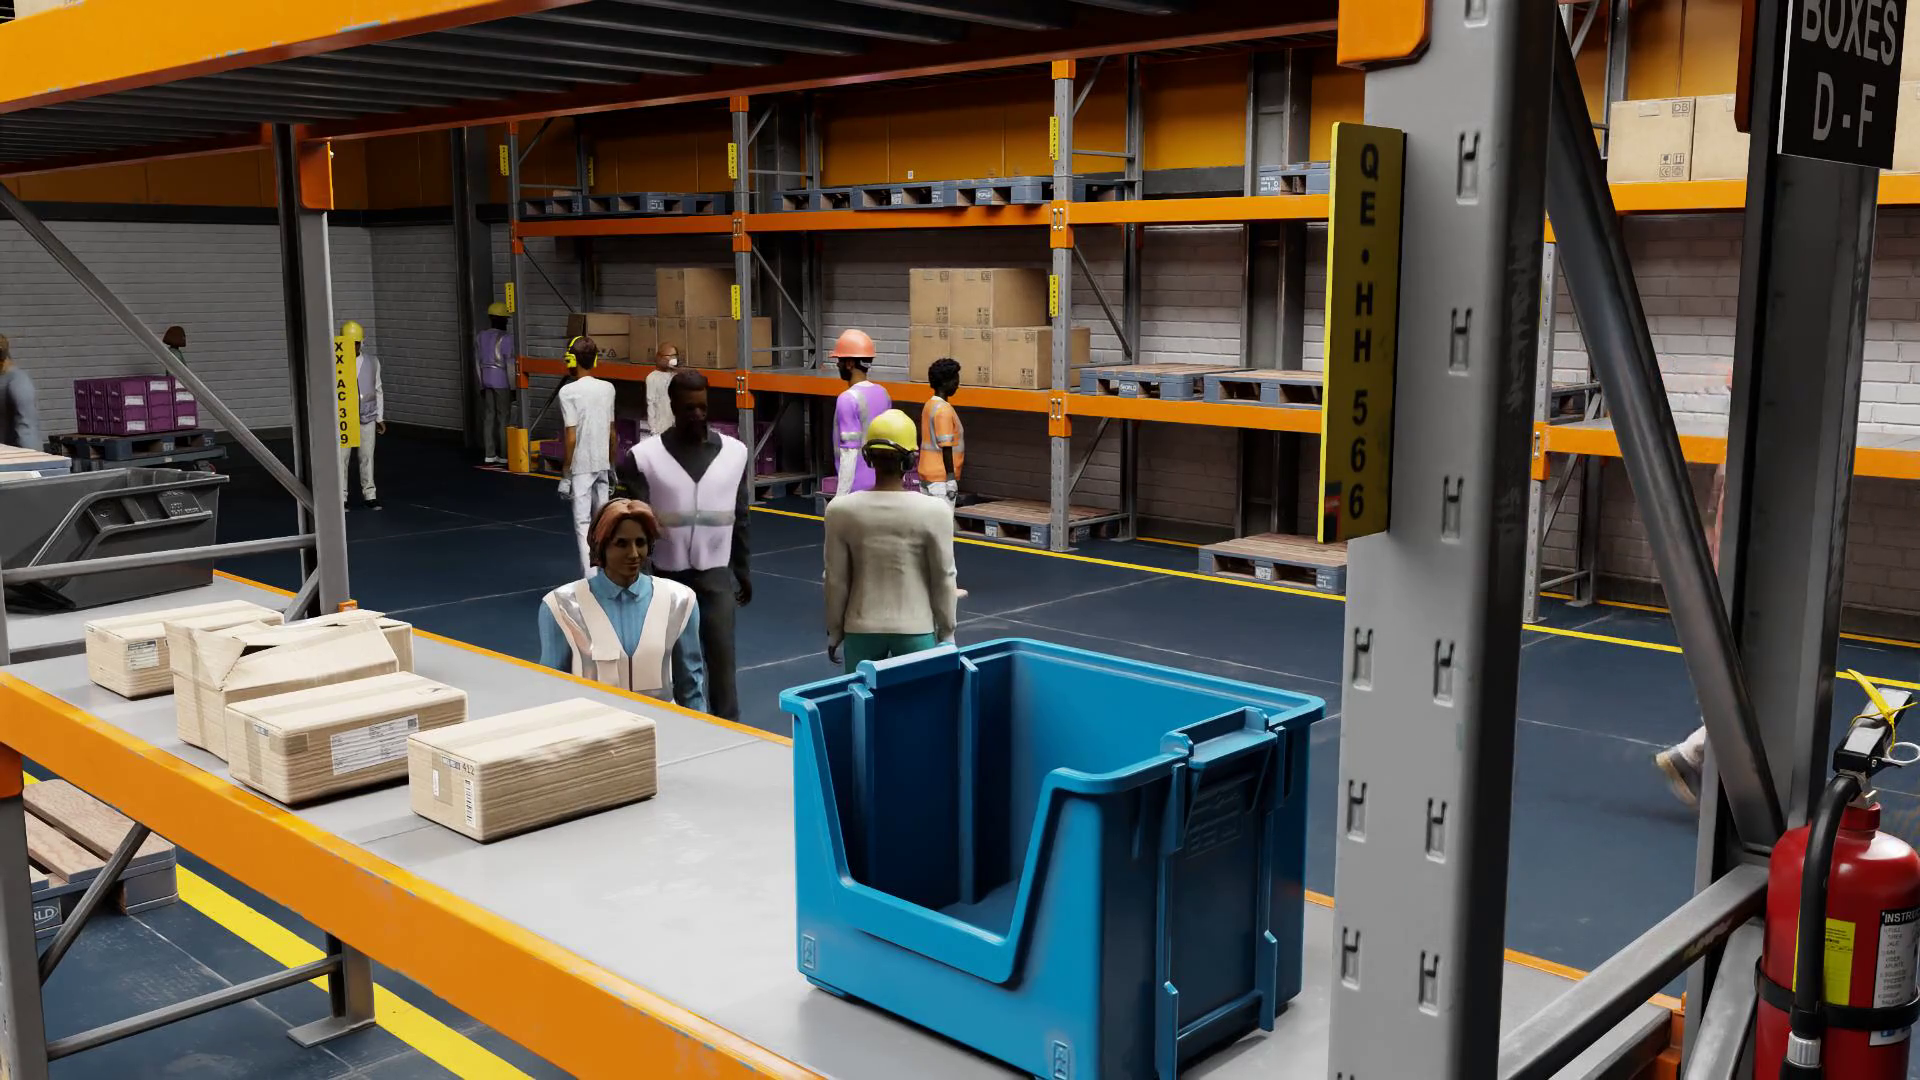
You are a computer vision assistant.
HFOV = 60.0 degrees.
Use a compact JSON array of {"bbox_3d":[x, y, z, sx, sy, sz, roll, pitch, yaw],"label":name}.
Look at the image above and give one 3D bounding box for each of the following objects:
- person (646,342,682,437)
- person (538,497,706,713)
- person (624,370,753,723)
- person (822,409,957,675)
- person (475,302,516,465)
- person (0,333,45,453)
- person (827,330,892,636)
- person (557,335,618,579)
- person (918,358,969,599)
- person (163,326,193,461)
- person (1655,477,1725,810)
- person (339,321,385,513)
[{"bbox_3d":[-2.770,-1.072,15.856,0.281,1.625,0.498,8,12,40],"label":"person"},{"bbox_3d":[-1.030,0.678,5.111,0.511,1.633,0.313,-4,10,-24],"label":"person"},{"bbox_3d":[-1.247,0.141,7.724,0.638,1.872,0.996,-4,10,-23],"label":"person"},{"bbox_3d":[-0.274,0.366,6.609,0.533,1.767,0.326,1,9,6],"label":"person"},{"bbox_3d":[-5.475,-1.856,19.743,0.591,1.923,0.381,6,11,33],"label":"person"},{"bbox_3d":[-6.417,-0.488,11.393,0.536,1.915,0.778,-9,13,-44],"label":"person"},{"bbox_3d":[-0.648,-0.346,10.450,0.360,1.938,0.544,4,10,22],"label":"person"},{"bbox_3d":[-2.544,-0.457,11.355,0.310,1.863,0.533,6,11,31],"label":"person"},{"bbox_3d":[-0.128,-0.436,11.746,0.319,1.694,0.533,-2,10,-15],"label":"person"},{"bbox_3d":[-9.449,-1.763,20.083,0.288,1.627,0.502,-6,11,-34],"label":"person"},{"bbox_3d":[3.168,0.251,6.650,0.512,1.982,0.642,6,11,33],"label":"person"},{"bbox_3d":[-5.773,-1.169,15.850,0.588,1.823,0.403,-7,12,-37],"label":"person"}]
